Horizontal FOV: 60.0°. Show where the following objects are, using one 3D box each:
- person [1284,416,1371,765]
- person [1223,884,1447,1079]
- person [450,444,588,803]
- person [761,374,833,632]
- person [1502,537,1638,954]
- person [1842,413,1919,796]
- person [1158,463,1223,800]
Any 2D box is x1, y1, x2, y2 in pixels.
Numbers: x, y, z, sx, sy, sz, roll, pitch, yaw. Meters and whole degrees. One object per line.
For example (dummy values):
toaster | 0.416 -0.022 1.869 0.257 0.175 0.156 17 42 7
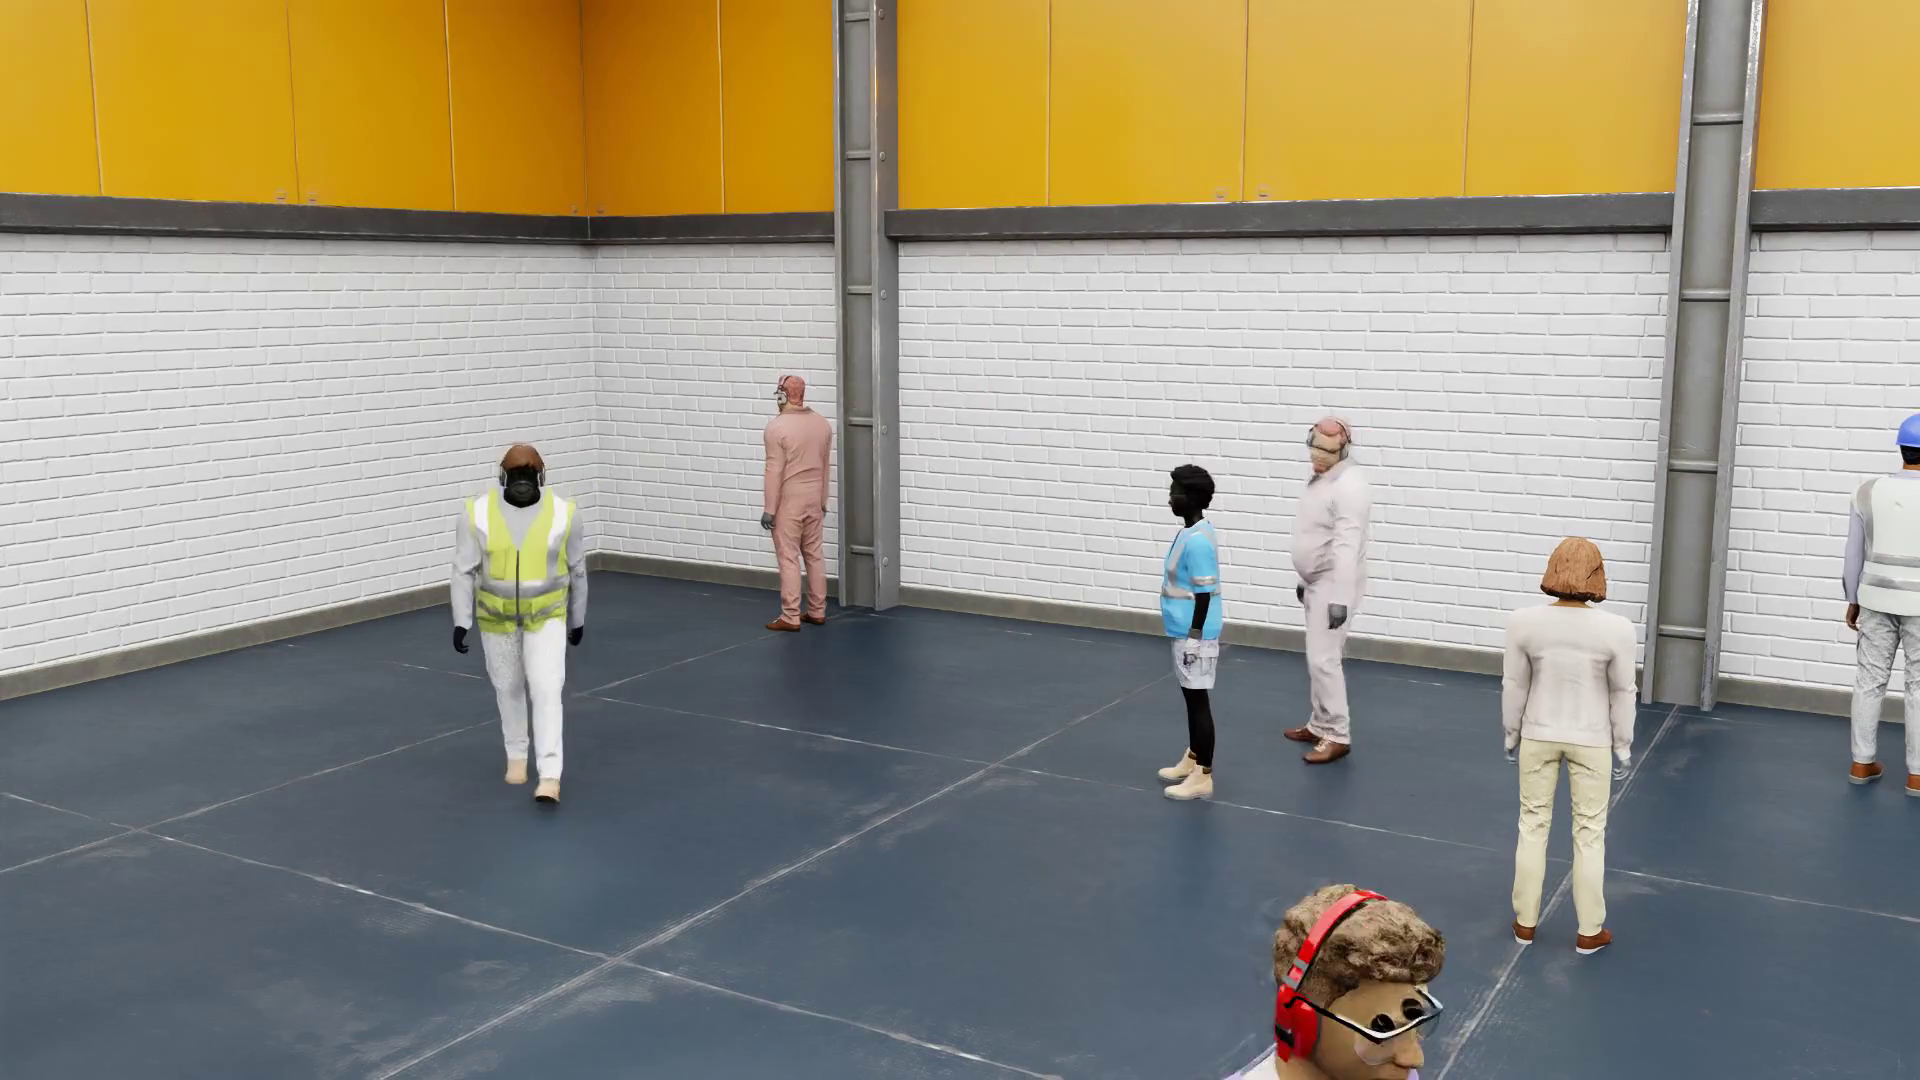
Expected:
person | 1.987 0.262 9.082 0.395 1.889 0.784 0 9 -2
person | 0.466 1.359 2.398 0.431 1.824 0.595 7 12 39
person | -2.210 0.423 8.356 0.638 1.794 0.957 -1 9 -9
person | -1.238 -0.276 12.368 0.403 1.904 0.651 7 12 39
person | 2.370 0.799 6.504 0.497 1.633 0.284 5 10 28
person | 4.829 0.323 8.491 0.397 1.949 0.603 -7 11 -35
person | 1.167 0.459 8.424 0.316 1.696 0.541 0 9 3
